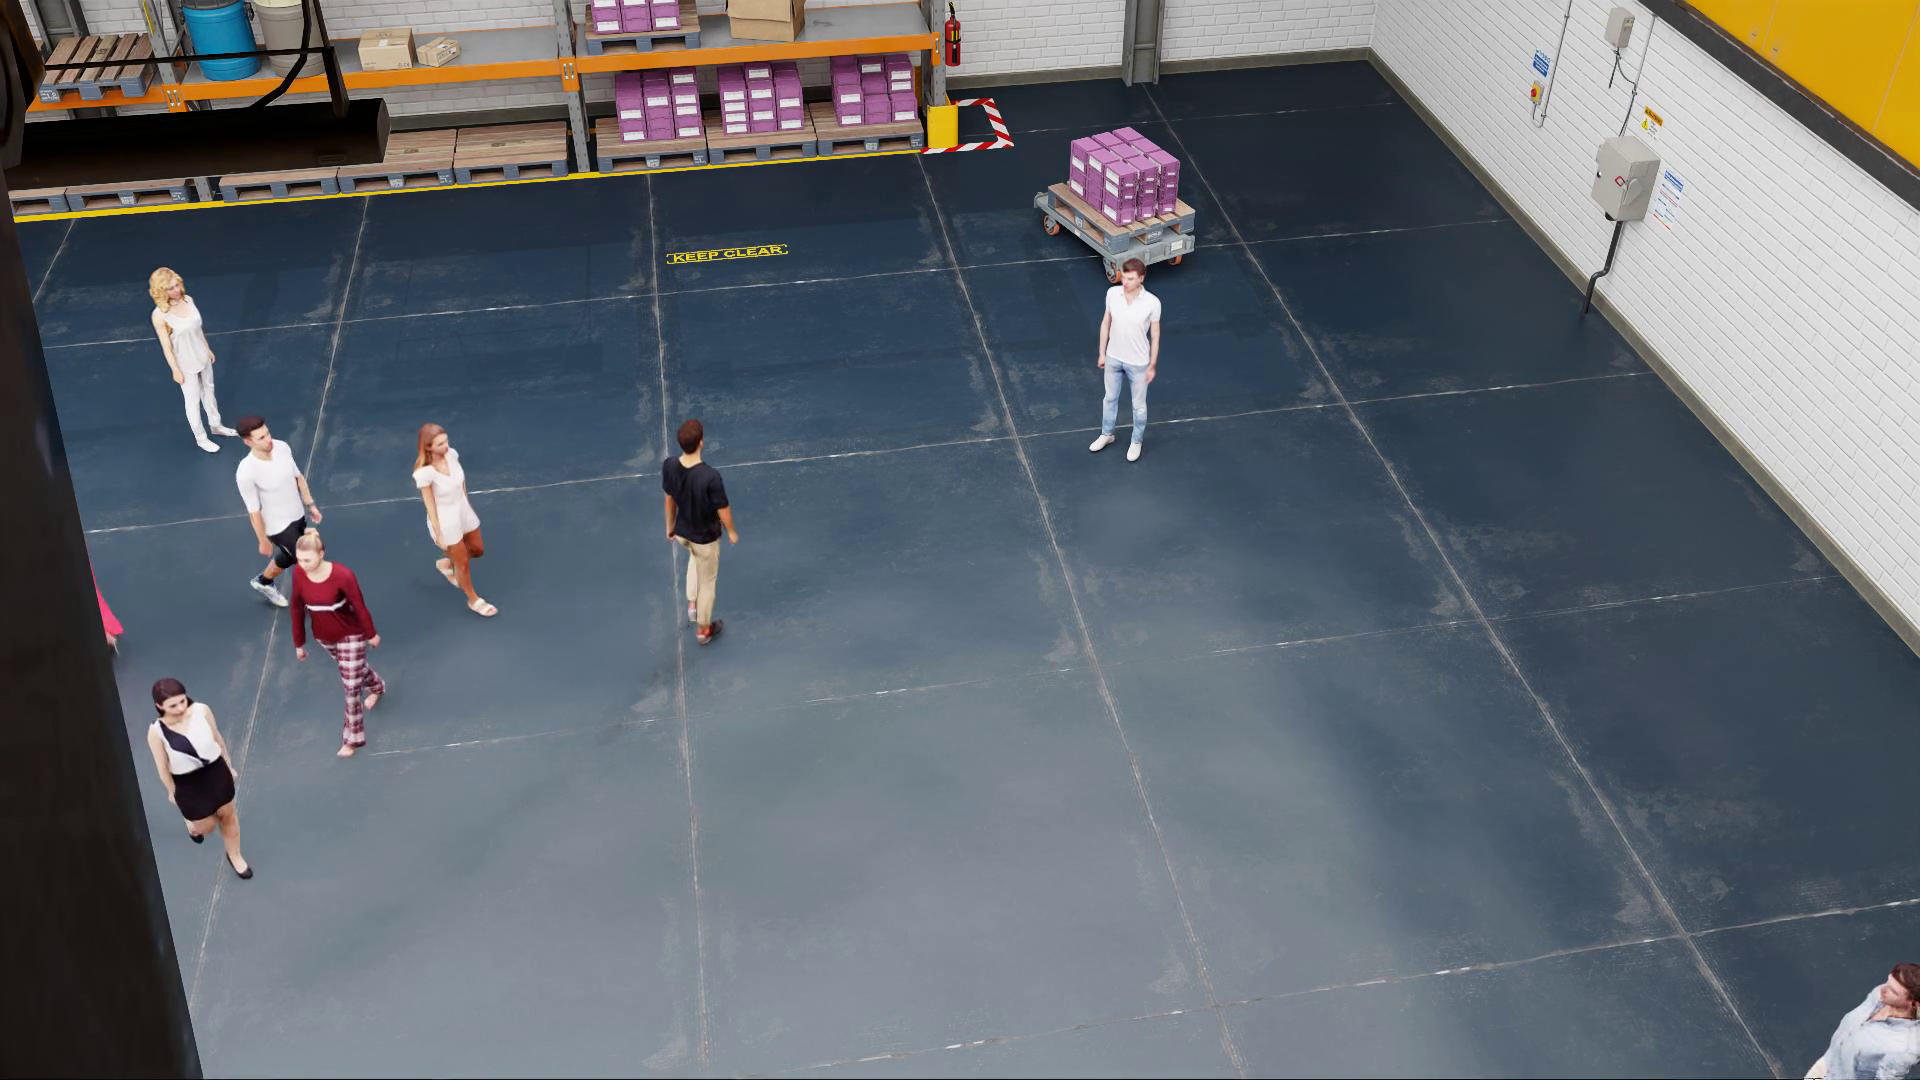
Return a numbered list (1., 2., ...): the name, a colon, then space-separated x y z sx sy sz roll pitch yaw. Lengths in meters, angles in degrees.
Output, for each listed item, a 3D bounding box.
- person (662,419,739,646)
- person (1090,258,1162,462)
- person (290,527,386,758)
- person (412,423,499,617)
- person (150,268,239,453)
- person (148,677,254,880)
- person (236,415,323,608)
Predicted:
1. person: -1.913 -0.006 11.843 0.771 1.842 0.838 20 43 23
2. person: 1.391 -1.502 13.711 0.695 1.850 0.790 18 42 21
3. person: -4.165 0.581 11.252 1.071 1.663 0.937 6 39 7
4. person: -3.783 -0.169 12.178 0.924 1.679 0.838 19 42 22
5. person: -6.434 -1.529 13.888 0.700 1.670 0.689 12 40 15
6. person: -4.693 1.436 10.200 0.847 1.641 0.799 27 46 29
7. person: -4.957 -0.152 12.041 1.290 1.824 1.022 10 40 12
